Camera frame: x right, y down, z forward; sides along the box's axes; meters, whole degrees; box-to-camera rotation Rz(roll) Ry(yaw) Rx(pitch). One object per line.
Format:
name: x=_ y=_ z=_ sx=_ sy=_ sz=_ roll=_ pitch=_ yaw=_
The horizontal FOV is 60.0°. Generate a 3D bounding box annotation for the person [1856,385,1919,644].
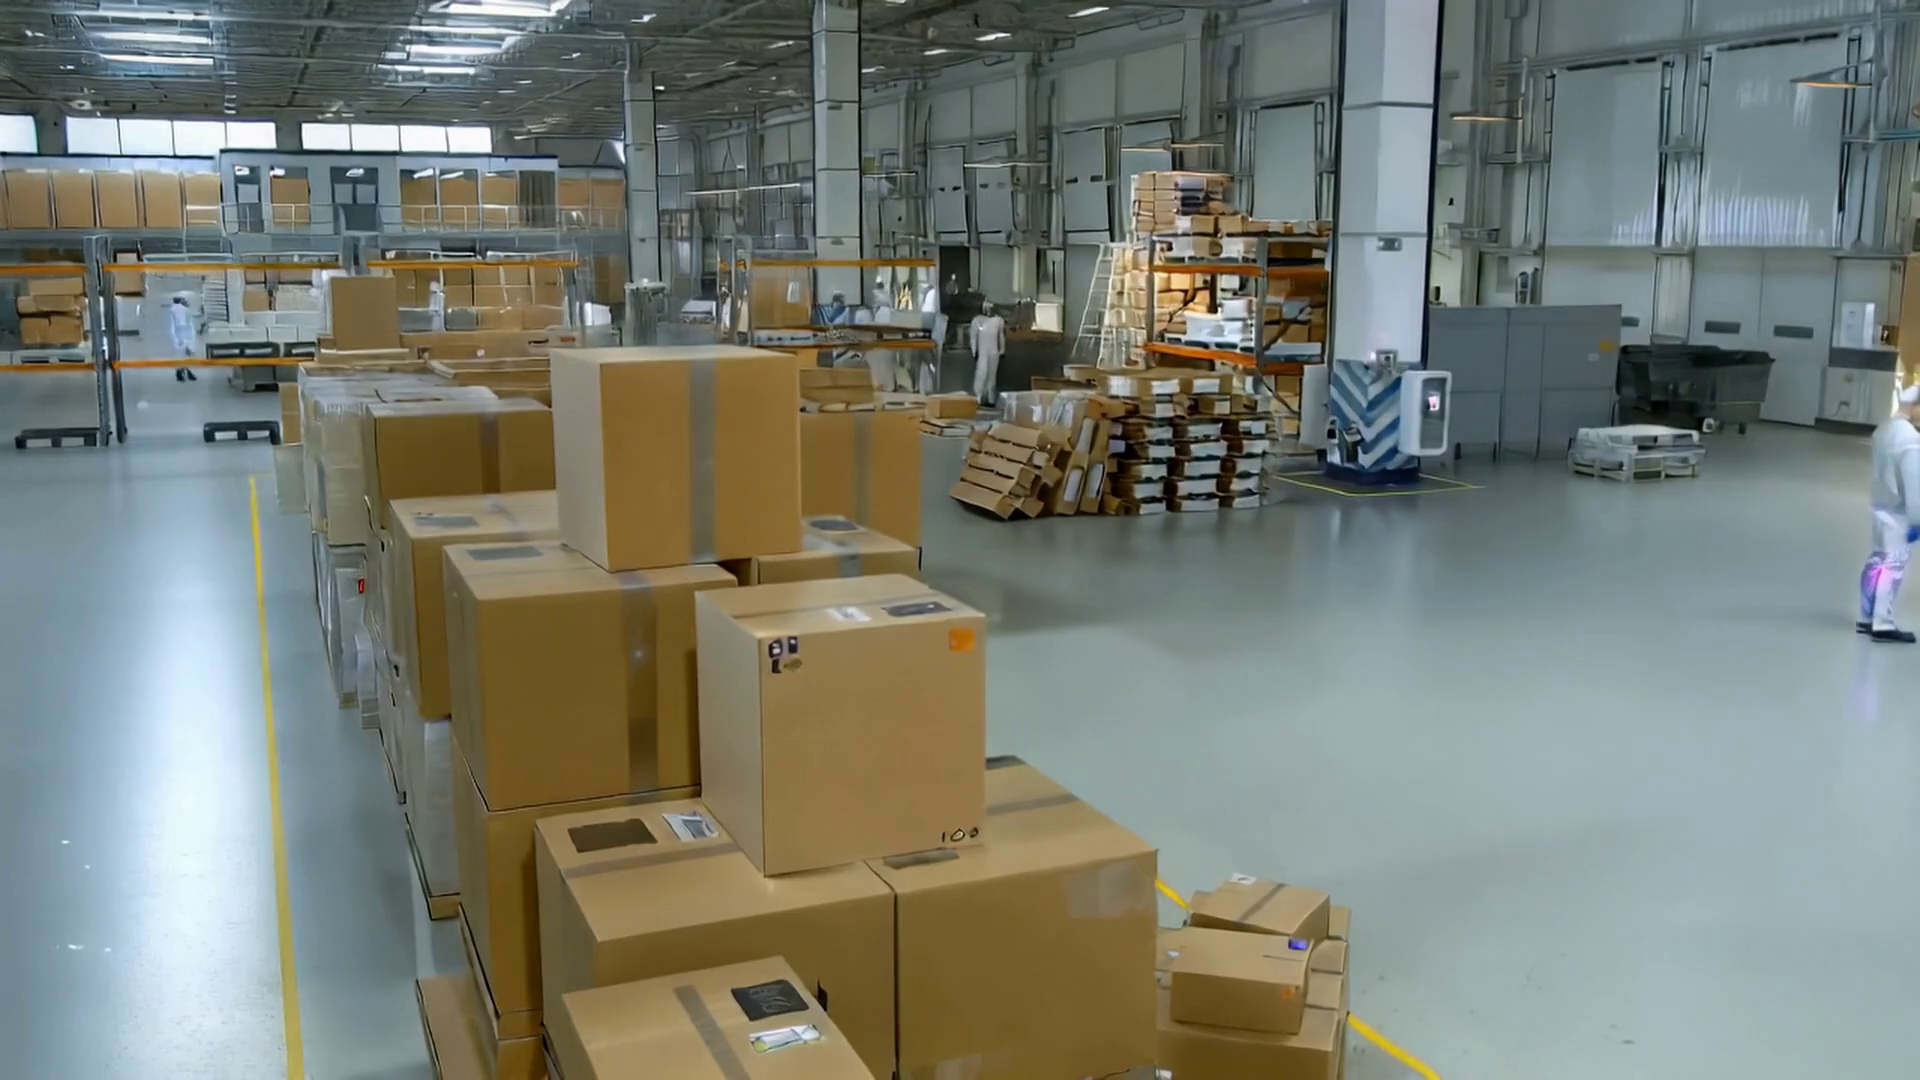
person: x=6.965 y=-0.189 z=12.369 sx=0.380 sy=1.929 sz=0.634 roll=0 pitch=10 yaw=3

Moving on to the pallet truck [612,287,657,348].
pallet truck: x=-6.464 y=-4.406 z=35.401 sx=0.823 sy=1.965 sz=1.885 roll=6 pitch=12 yaw=32

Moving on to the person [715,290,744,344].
person: x=-5.173 y=-4.708 z=37.427 sx=0.602 sy=1.860 sz=0.813 roll=-4 pitch=11 yaw=-21

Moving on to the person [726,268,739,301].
person: x=-8.182 y=-8.769 z=59.607 sx=0.402 sy=1.941 sz=0.602 roll=7 pitch=12 yaw=33

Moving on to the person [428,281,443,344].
person: x=-14.046 y=-6.005 z=44.568 sx=0.353 sy=1.877 sz=0.573 roll=-9 pitch=13 yaw=-39

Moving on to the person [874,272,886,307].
person: x=-2.438 y=-7.077 z=50.137 sx=0.380 sy=1.993 sz=0.610 roll=-7 pitch=12 yaw=-33

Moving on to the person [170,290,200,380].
person: x=-16.379 y=-4.303 z=35.070 sx=0.557 sy=1.918 sz=0.764 roll=2 pitch=10 yaw=9

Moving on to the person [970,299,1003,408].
person: x=0.490 y=-3.315 z=29.570 sx=0.628 sy=1.935 sz=0.373 roll=-5 pitch=12 yaw=-27

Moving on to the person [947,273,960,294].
person: x=-0.271 y=-7.893 z=55.013 sx=0.564 sy=1.851 sz=0.526 roll=-6 pitch=12 yaw=-30

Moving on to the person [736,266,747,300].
person: x=-9.882 y=-11.479 z=74.852 sx=0.649 sy=1.824 sz=0.486 roll=-7 pitch=13 yaw=-35

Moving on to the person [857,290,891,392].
person: x=-1.661 y=-3.941 z=32.723 sx=0.725 sy=2.000 sz=0.552 roll=2 pitch=10 yaw=9
